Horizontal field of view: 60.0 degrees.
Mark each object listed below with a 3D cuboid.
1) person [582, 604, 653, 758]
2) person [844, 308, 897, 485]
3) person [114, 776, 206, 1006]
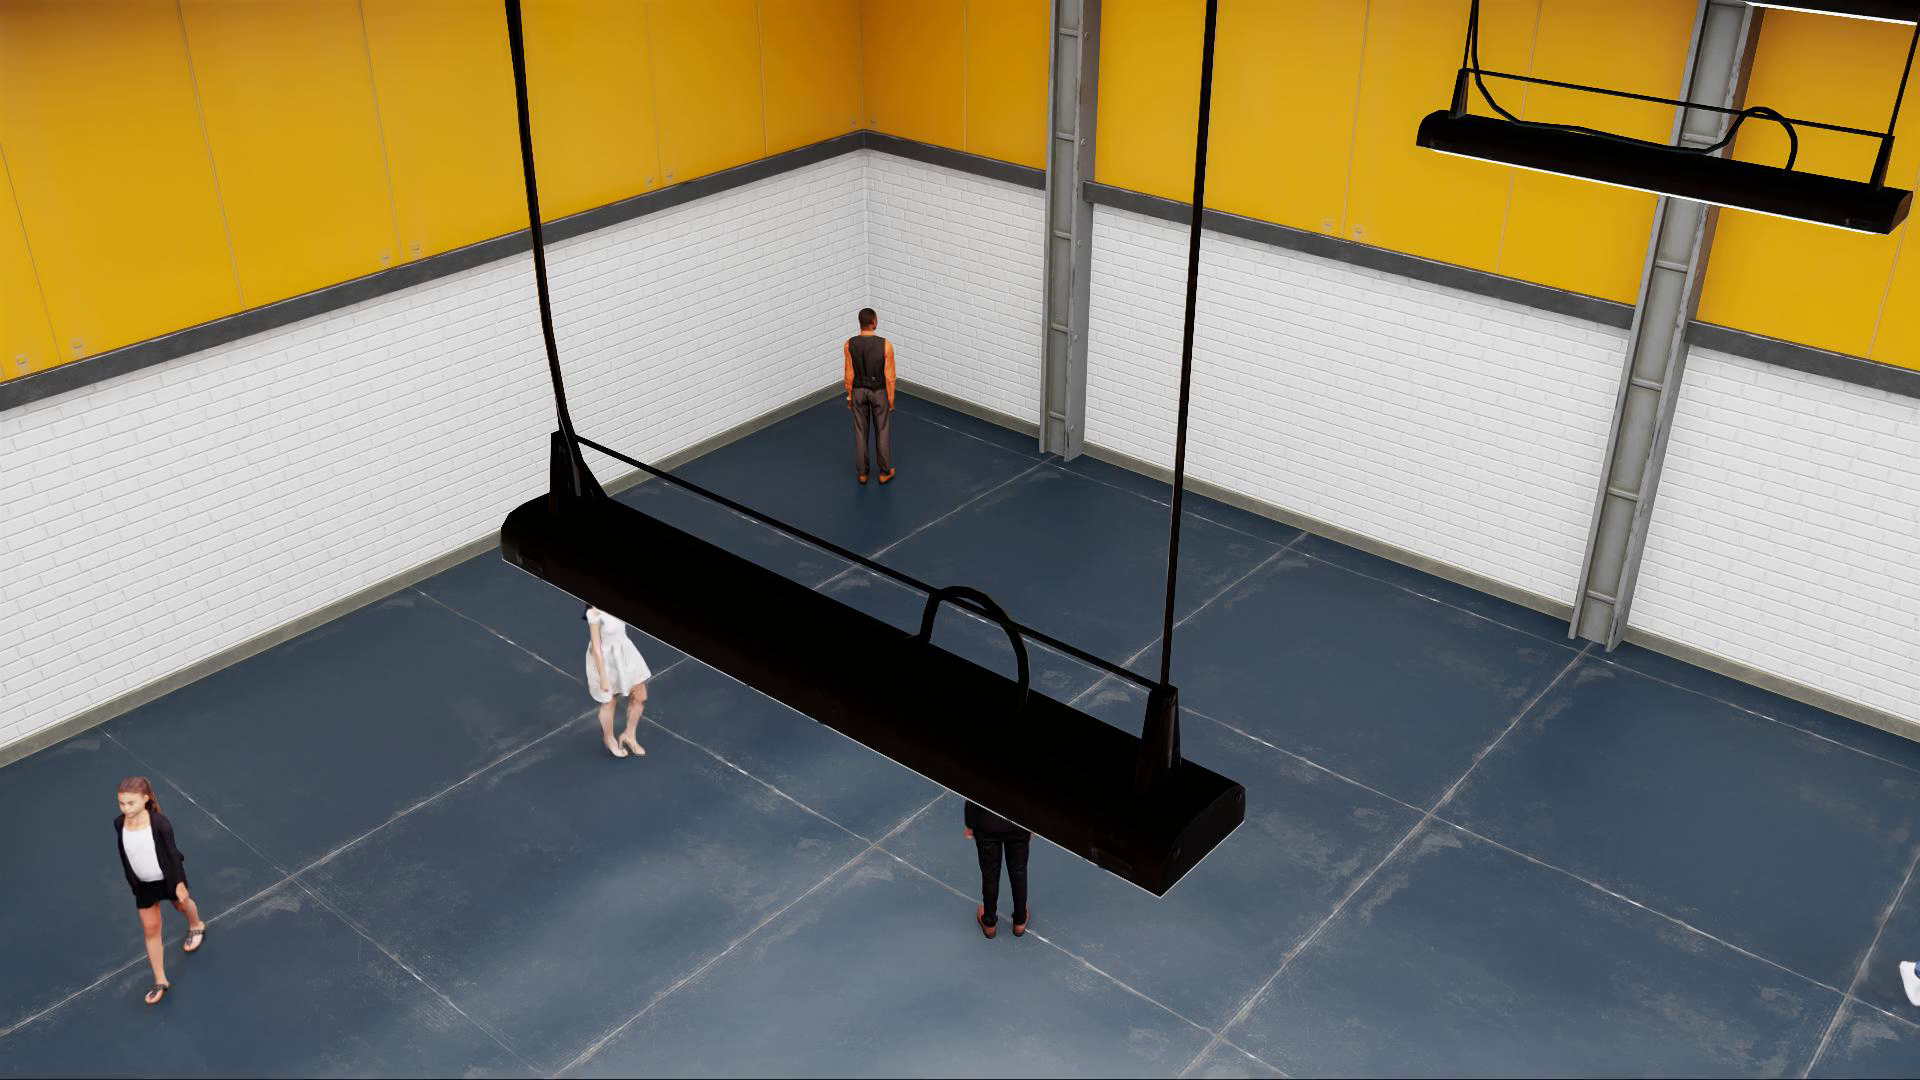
[{"bbox_3d":[-2.782,0.965,12.942,0.788,1.760,0.728,12,31,21],"label":"person"},{"bbox_3d":[-0.933,-1.490,17.290,0.743,1.907,0.850,4,29,6],"label":"person"},{"bbox_3d":[-5.252,2.181,10.969,1.006,1.514,1.053,-2,29,-3],"label":"person"}]
